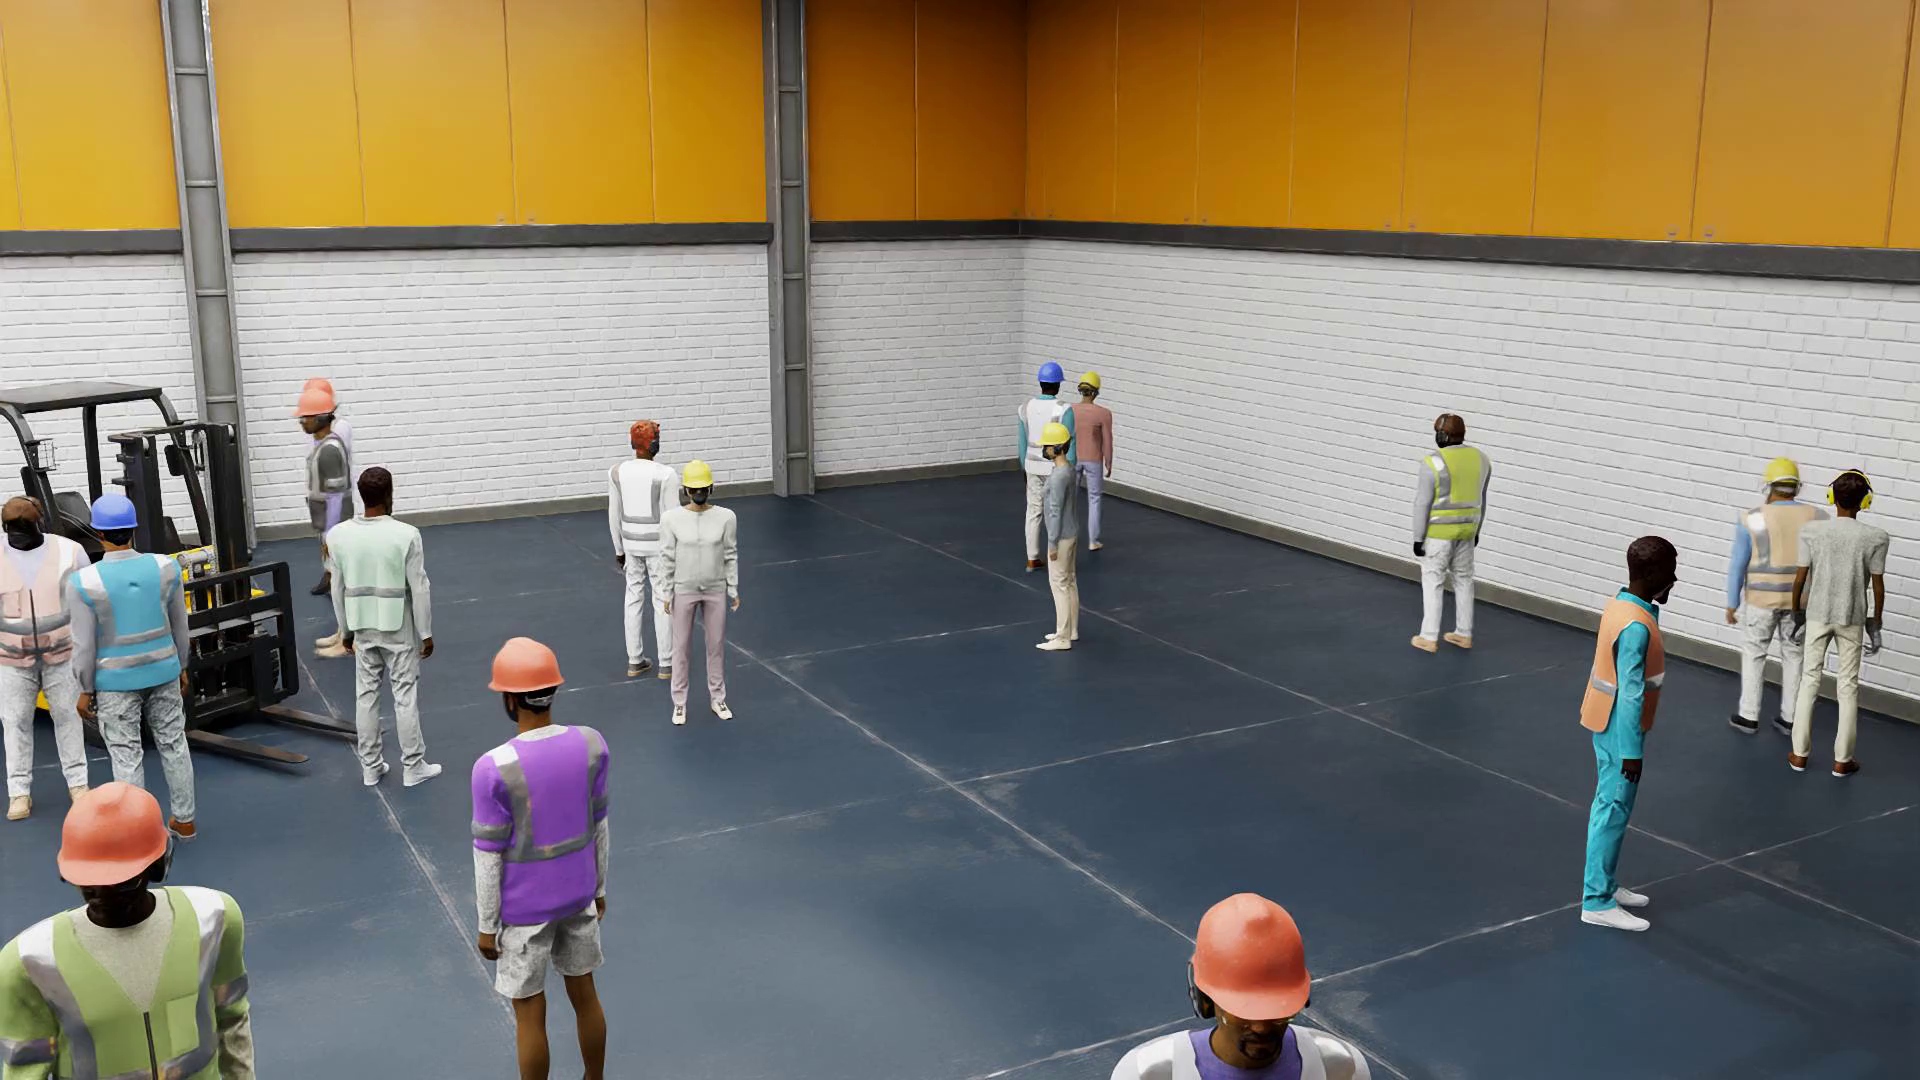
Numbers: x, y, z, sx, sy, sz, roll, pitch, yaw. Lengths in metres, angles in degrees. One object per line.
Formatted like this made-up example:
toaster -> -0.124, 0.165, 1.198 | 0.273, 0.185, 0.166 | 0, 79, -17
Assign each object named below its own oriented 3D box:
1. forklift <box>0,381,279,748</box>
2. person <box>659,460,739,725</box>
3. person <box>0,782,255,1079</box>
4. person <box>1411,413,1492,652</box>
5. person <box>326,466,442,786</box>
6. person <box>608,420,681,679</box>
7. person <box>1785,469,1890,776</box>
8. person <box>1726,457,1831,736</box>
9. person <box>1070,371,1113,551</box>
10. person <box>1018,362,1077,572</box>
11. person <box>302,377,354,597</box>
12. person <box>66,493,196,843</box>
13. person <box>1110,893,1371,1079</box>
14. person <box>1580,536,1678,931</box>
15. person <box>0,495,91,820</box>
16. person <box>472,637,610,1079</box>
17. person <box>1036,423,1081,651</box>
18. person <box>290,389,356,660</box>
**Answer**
forklift -> -5.853, 0.085, 11.199 | 2.313, 2.155, 1.214 | 7, 14, 28
person -> -1.718, 0.342, 11.003 | 0.523, 1.769, 0.321 | -4, 13, -18
person -> -2.158, 1.608, 4.423 | 0.614, 2.039, 0.383 | -10, 16, -40
person -> 3.725, -0.055, 12.719 | 0.639, 1.831, 0.429 | -4, 13, -19
person -> -3.403, 0.519, 9.817 | 0.591, 1.919, 0.392 | 1, 12, 6
person -> -2.240, 0.070, 12.005 | 0.582, 1.882, 0.351 | 4, 13, 19
person -> 5.284, 0.497, 10.036 | 0.530, 1.871, 0.323 | 7, 14, 31
person -> 5.265, 0.370, 10.768 | 0.611, 1.808, 0.441 | 2, 12, 8
person -> 1.237, -0.767, 16.237 | 0.533, 1.754, 0.341 | 4, 13, 20
person -> 0.812, -0.652, 15.234 | 0.602, 1.949, 0.391 | 9, 15, 35
person -> -5.473, -0.457, 14.374 | 0.585, 1.923, 0.411 | 9, 15, 36
person -> -4.381, 0.716, 8.822 | 0.394, 1.949, 0.602 | 11, 16, 41
person -> 0.625, 1.753, 3.739 | 0.609, 2.043, 0.376 | -2, 12, -11
person -> 3.188, 0.913, 8.000 | 0.397, 1.911, 0.587 | 4, 13, 18
person -> -5.210, 0.649, 9.406 | 0.624, 1.838, 0.430 | -7, 14, -29
person -> -1.543, 1.302, 6.127 | 0.388, 1.930, 0.544 | 11, 16, 43
person -> 0.747, -0.027, 12.764 | 0.339, 1.760, 0.528 | 3, 12, 15
person -> -4.766, -0.121, 12.526 | 0.399, 2.041, 0.647 | -5, 13, -21
